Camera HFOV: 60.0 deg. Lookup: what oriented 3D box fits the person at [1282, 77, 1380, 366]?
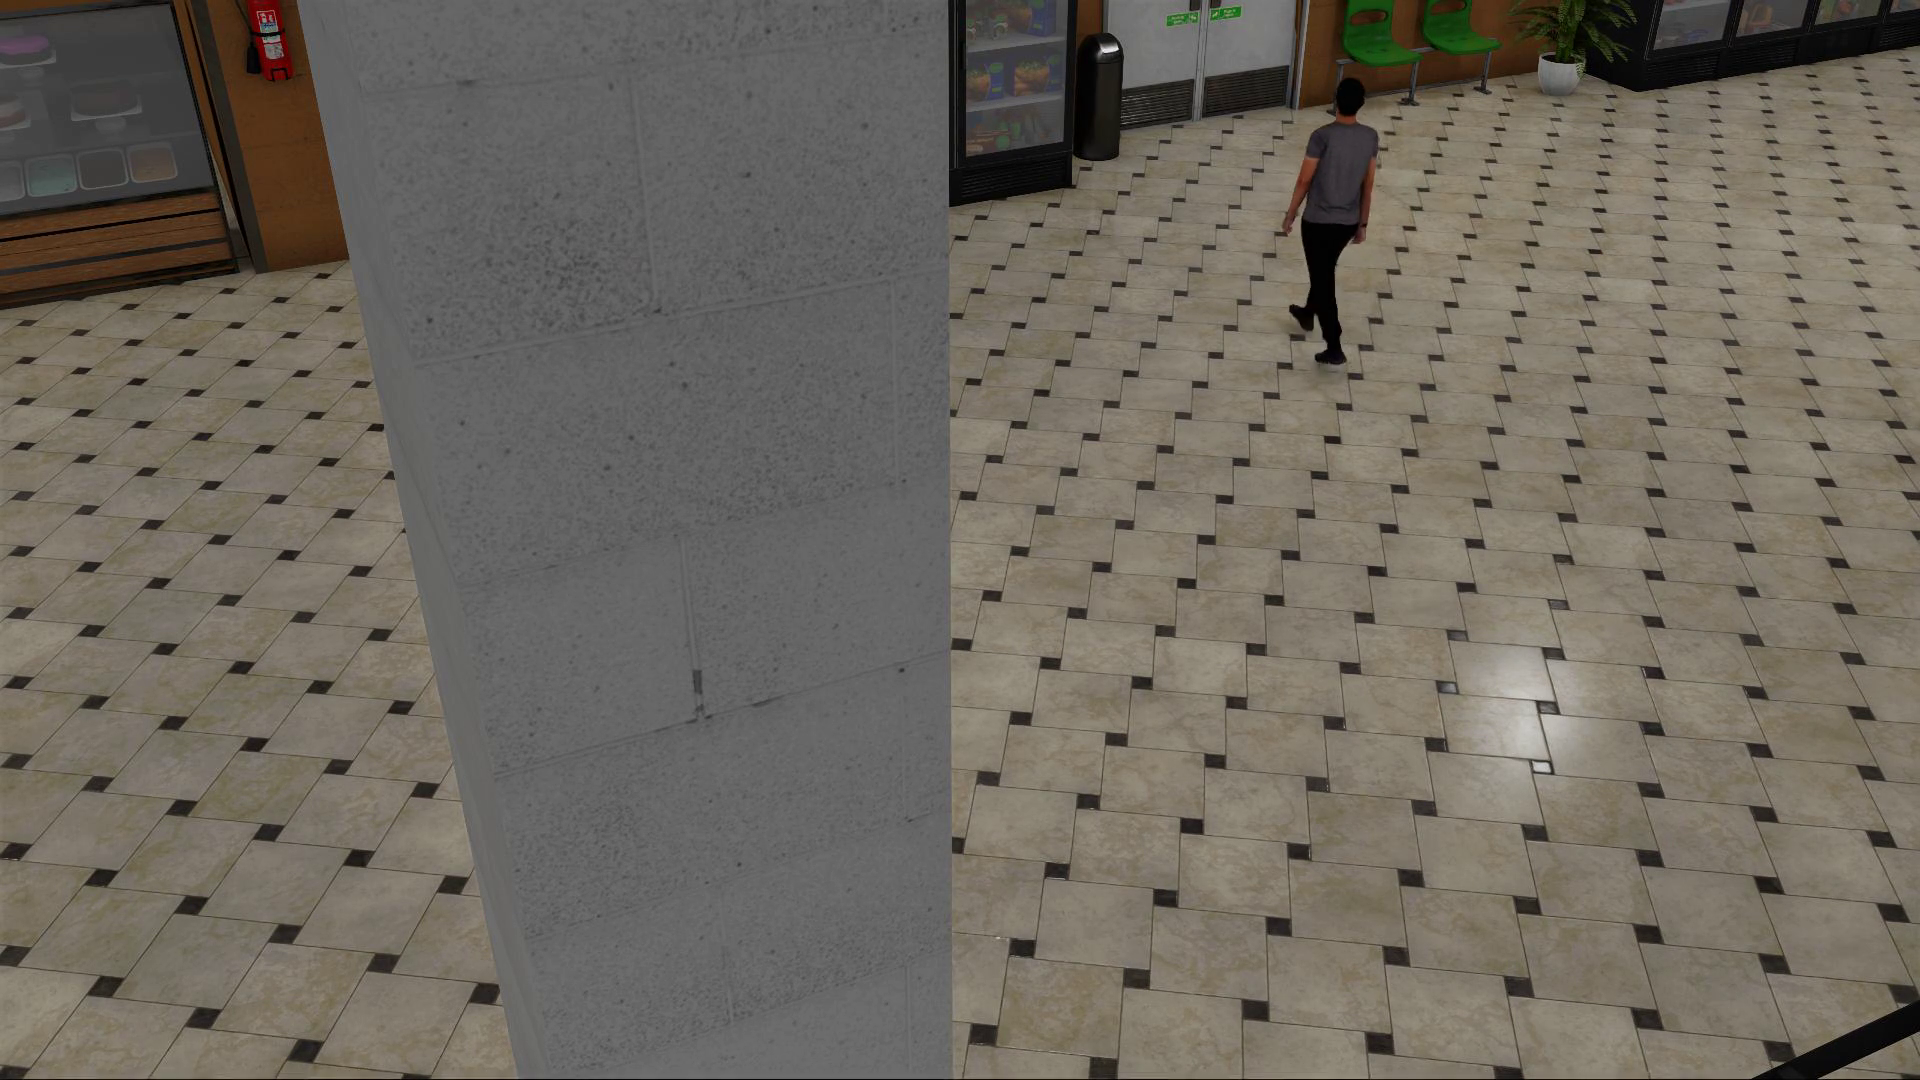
[{"bbox_3d":[2.291,-1.905,10.146,0.692,1.722,1.151,-10,33,-16],"label":"person"}]
